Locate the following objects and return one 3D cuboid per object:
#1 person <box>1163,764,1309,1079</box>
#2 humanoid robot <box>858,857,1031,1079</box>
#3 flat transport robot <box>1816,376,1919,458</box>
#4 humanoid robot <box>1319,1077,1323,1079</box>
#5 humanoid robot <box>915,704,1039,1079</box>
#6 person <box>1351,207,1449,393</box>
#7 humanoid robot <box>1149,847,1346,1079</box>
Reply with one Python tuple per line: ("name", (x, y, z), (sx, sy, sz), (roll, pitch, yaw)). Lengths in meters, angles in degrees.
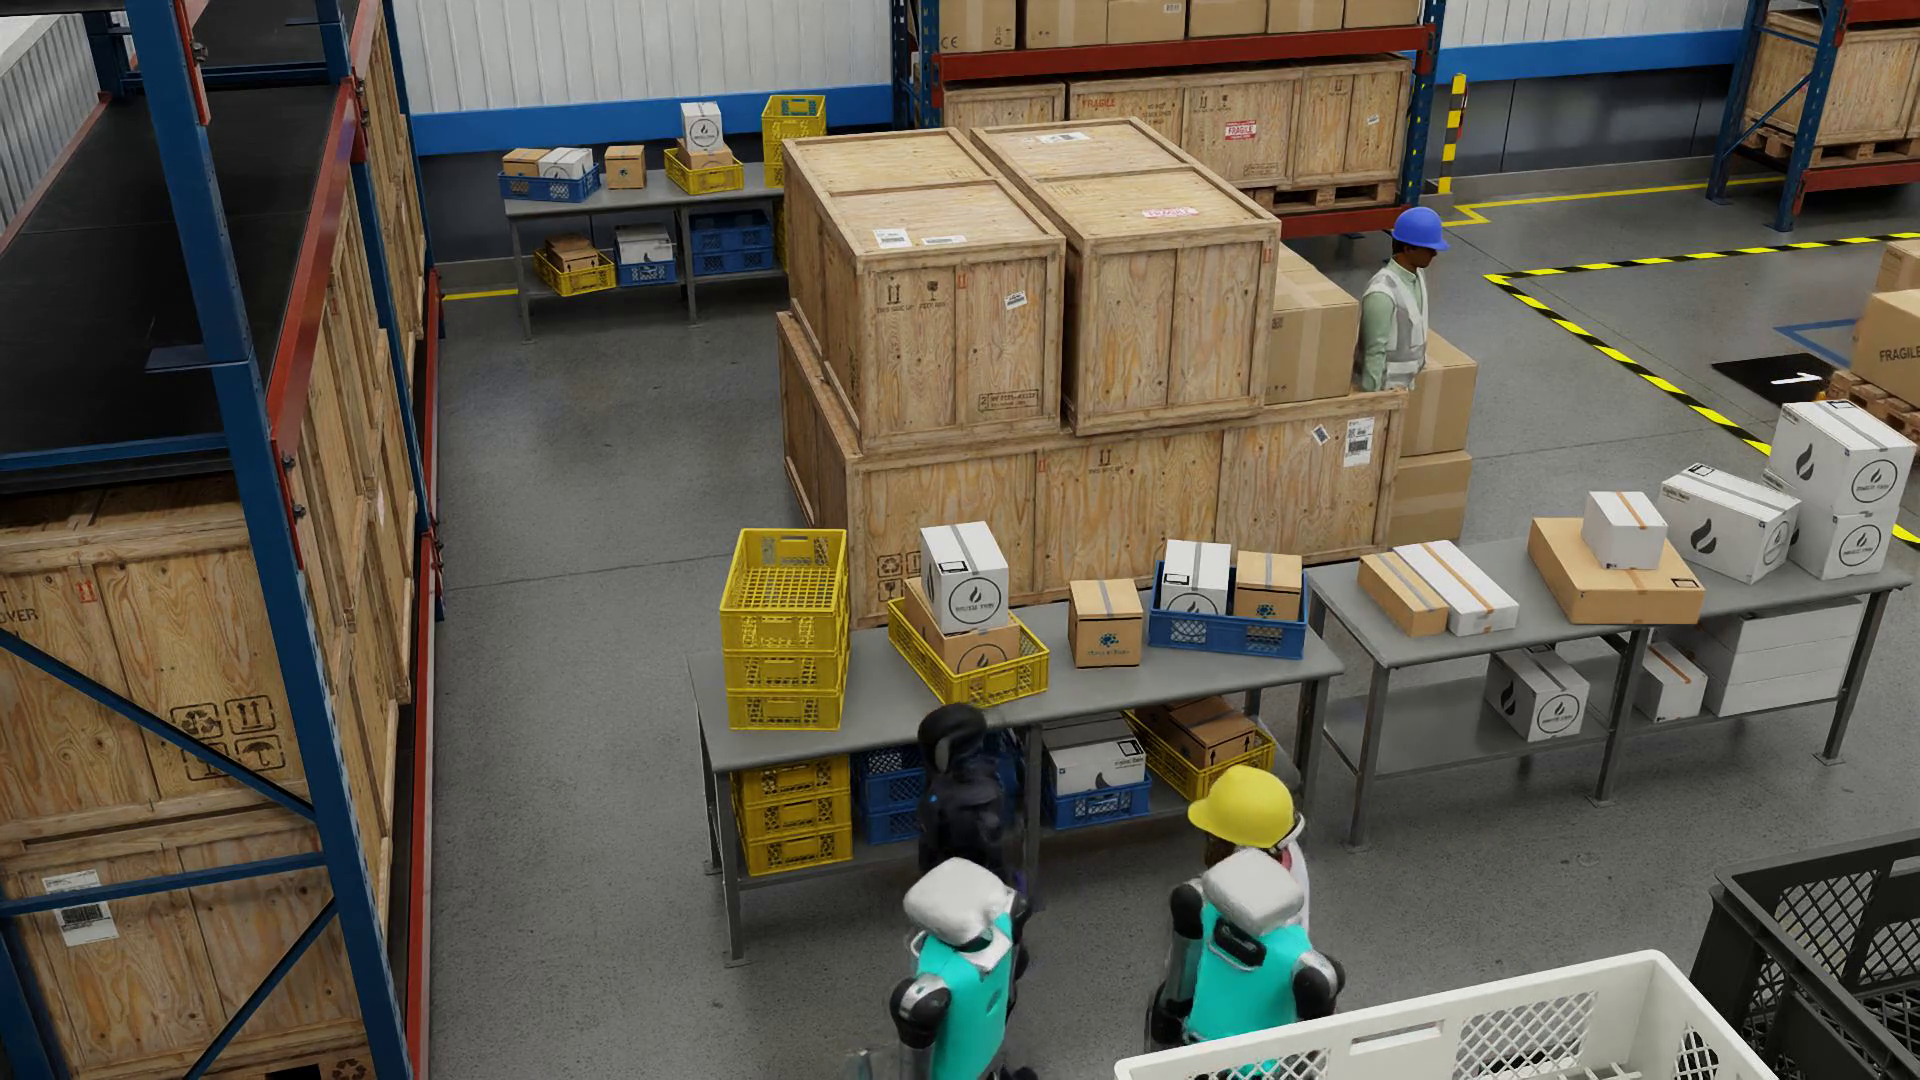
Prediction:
("person", (0.792, 1.431, 4.908), (0.404, 1.836, 0.593), (7, 30, 12))
("humanoid robot", (-0.191, 1.595, 4.744), (0.746, 1.826, 0.539), (17, 33, 28))
("flat transport robot", (6.112, -0.693, 10.346), (0.652, 0.197, 1.431), (-7, 30, -13))
("humanoid robot", (1.170, 1.928, 4.106), (0.859, 1.767, 0.568), (-13, 32, -23))
("humanoid robot", (0.056, 1.231, 5.423), (0.362, 1.644, 0.588), (-14, 32, -24))
("person", (2.304, -0.846, 8.927), (0.410, 1.939, 0.606), (18, 34, 30))
("humanoid robot", (0.521, 1.728, 4.516), (1.005, 1.769, 0.533), (-23, 36, -35))
